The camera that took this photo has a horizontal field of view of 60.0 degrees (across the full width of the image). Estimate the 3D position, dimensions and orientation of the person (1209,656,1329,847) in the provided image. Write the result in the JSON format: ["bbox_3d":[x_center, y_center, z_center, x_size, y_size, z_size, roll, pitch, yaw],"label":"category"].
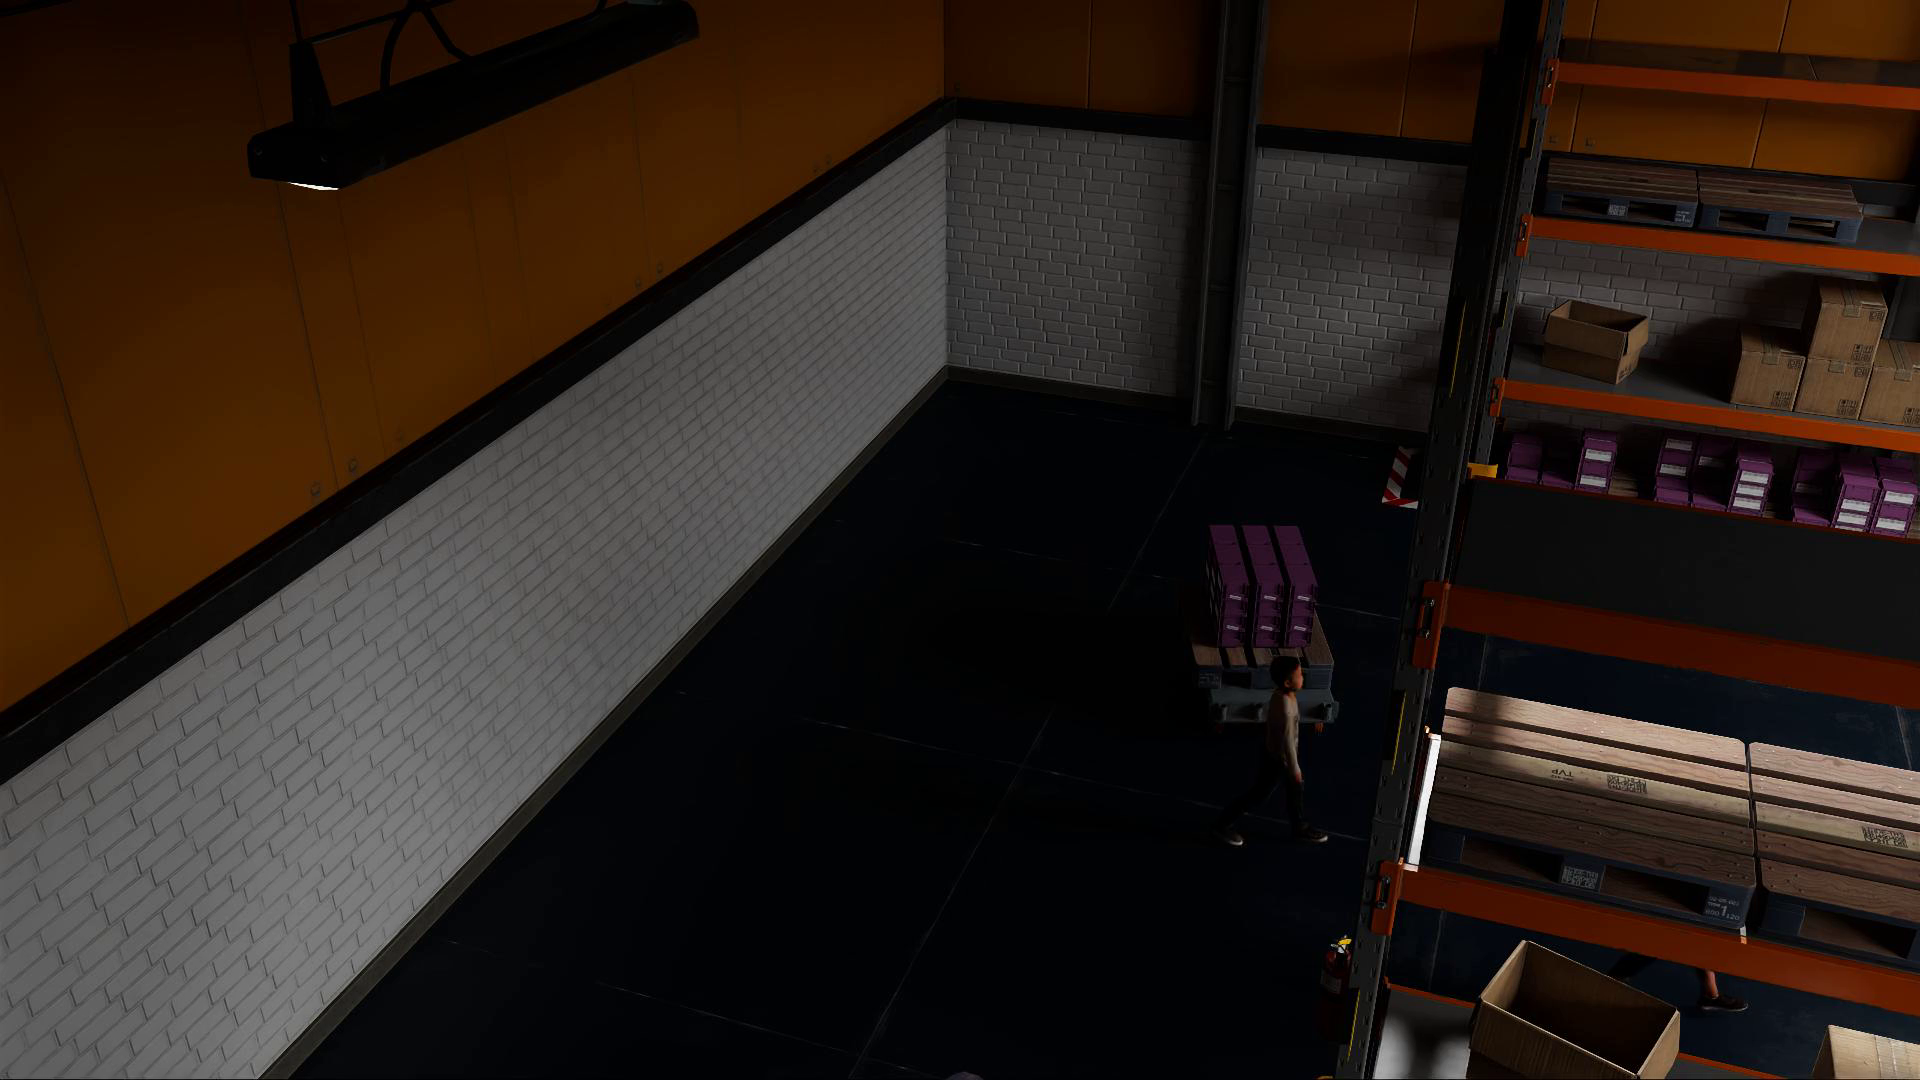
[{"bbox_3d":[2.000,1.409,10.830,1.014,1.444,0.610,7,29,12],"label":"person"}]
